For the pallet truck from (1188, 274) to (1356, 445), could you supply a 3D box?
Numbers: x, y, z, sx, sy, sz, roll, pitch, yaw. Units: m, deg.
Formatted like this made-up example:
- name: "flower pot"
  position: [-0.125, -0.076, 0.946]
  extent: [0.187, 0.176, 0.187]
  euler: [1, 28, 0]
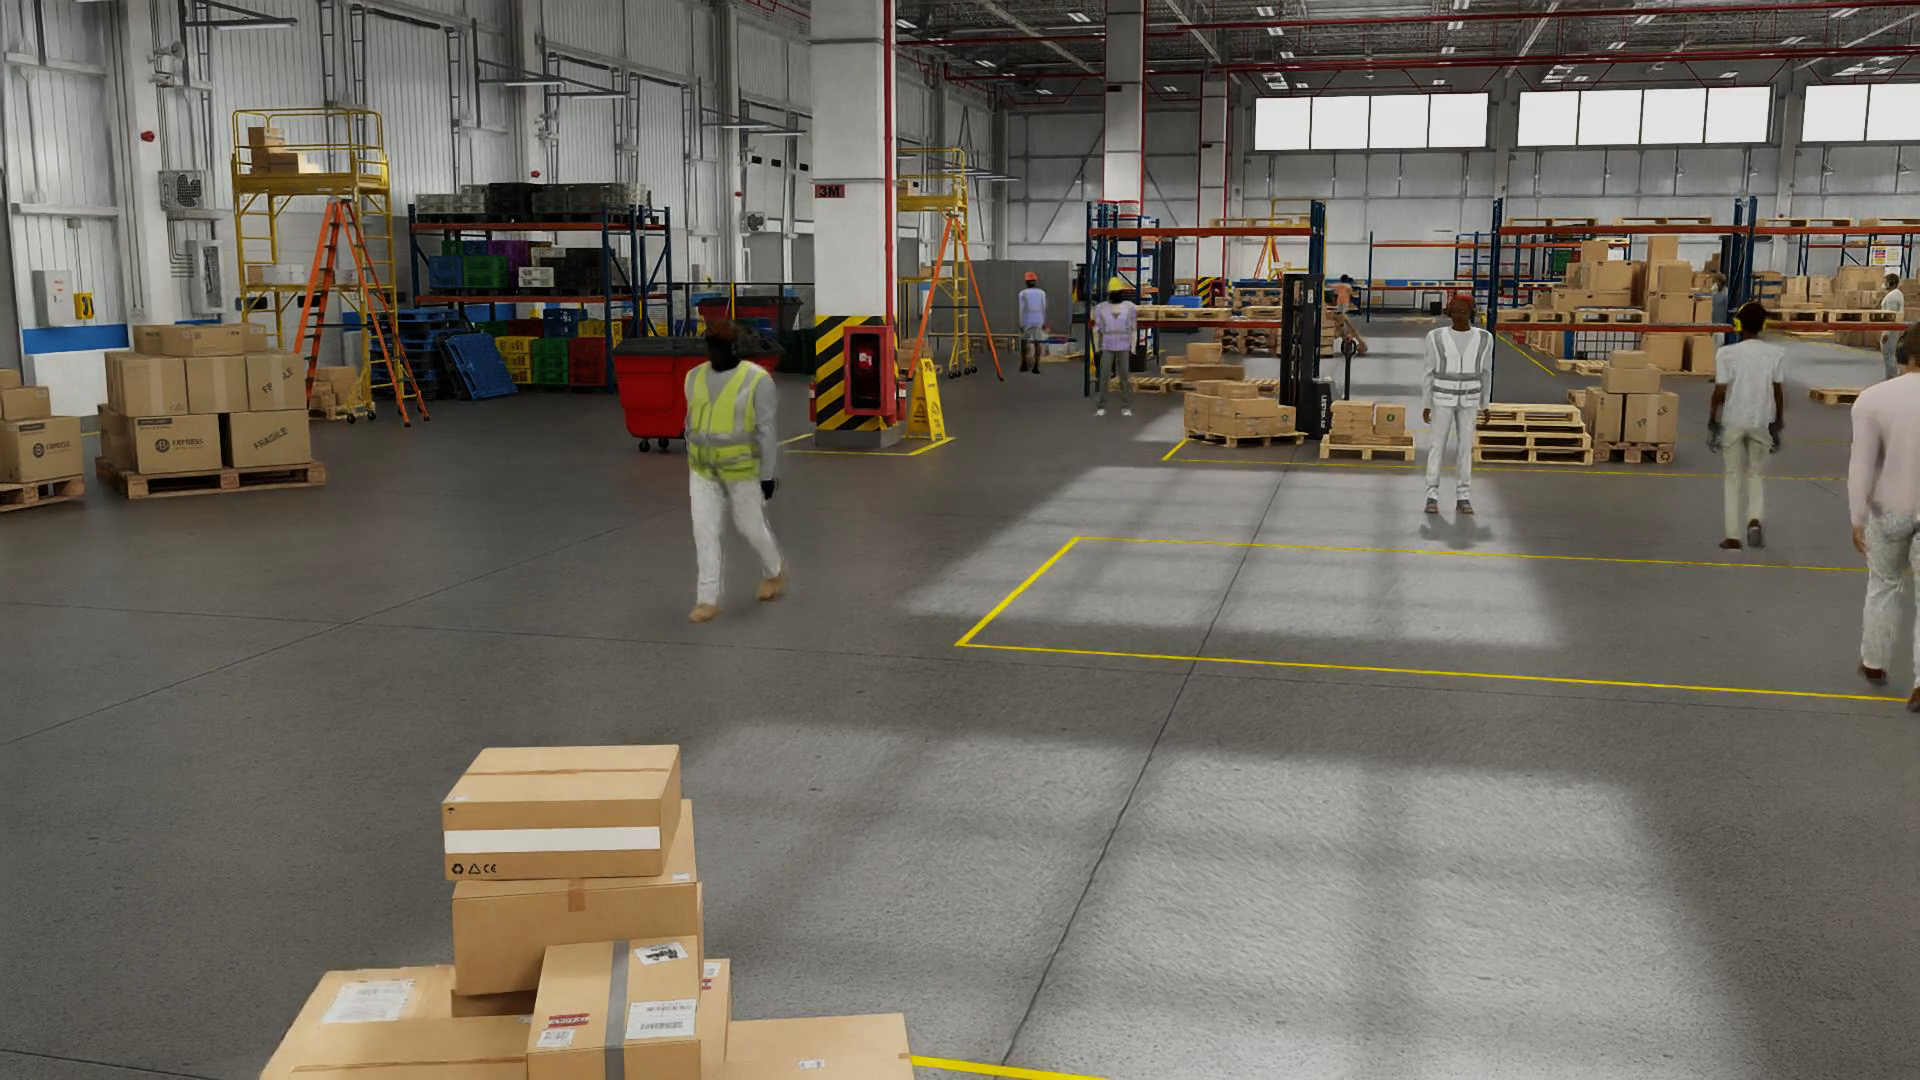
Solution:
- name: "pallet truck"
  position: [3.653, -2.138, 19.590]
  extent: [1.885, 1.965, 0.823]
  euler: [-4, 10, -20]

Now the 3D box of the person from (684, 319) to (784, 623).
- name: "person"
  position: [-1.381, -0.445, 10.170]
  extent: [0.632, 1.818, 0.837]
  euler: [4, 10, 20]

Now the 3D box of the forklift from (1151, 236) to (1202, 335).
- name: "forklift"
  position: [5.866, -7.214, 46.878]
  extent: [1.873, 2.768, 1.129]
  euler: [2, 10, 14]

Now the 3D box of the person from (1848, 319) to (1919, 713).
- name: "person"
  position: [4.665, -0.129, 8.116]
  extent: [0.636, 1.894, 1.031]
  euler: [4, 11, 25]

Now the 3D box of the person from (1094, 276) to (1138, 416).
- name: "person"
  position: [2.138, -2.651, 22.827]
  extent: [0.593, 1.923, 0.387]
  euler: [1, 10, 6]

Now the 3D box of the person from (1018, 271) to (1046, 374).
- name: "person"
  position: [1.346, -4.093, 31.359]
  extent: [0.570, 1.911, 0.702]
  euler: [-2, 10, -14]

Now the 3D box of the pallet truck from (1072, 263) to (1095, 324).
- name: "pallet truck"
  position: [4.325, -8.180, 55.162]
  extent: [0.823, 1.965, 1.885]
  euler: [6, 11, 31]

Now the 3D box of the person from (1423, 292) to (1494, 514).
- name: "person"
  position: [4.226, -1.157, 14.150]
  extent: [0.575, 1.882, 0.359]
  euler: [1, 10, 6]

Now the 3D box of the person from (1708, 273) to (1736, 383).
- name: "person"
  position: [13.186, -3.656, 28.773]
  extent: [0.425, 1.921, 0.654]
  euler: [0, 10, 2]

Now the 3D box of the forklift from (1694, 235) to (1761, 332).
- name: "forklift"
  position: [22.425, -7.519, 48.677]
  extent: [1.873, 2.768, 1.129]
  euler: [2, 10, 14]

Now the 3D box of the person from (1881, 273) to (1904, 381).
- name: "person"
  position: [15.180, -3.384, 27.147]
  extent: [0.373, 1.932, 0.622]
  euler: [6, 11, 32]

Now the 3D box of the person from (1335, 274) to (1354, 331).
- name: "person"
  position: [11.528, -7.107, 49.806]
  extent: [0.551, 1.677, 0.672]
  euler: [8, 12, 38]

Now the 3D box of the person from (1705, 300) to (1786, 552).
- name: "person"
  position: [5.802, -0.835, 12.312]
  extent: [0.546, 1.863, 0.398]
  euler: [2, 10, 9]

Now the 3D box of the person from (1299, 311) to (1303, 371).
- name: "person"
  position: [6.683, -4.090, 31.852]
  extent: [0.321, 1.736, 0.485]
  euler: [7, 12, 37]
